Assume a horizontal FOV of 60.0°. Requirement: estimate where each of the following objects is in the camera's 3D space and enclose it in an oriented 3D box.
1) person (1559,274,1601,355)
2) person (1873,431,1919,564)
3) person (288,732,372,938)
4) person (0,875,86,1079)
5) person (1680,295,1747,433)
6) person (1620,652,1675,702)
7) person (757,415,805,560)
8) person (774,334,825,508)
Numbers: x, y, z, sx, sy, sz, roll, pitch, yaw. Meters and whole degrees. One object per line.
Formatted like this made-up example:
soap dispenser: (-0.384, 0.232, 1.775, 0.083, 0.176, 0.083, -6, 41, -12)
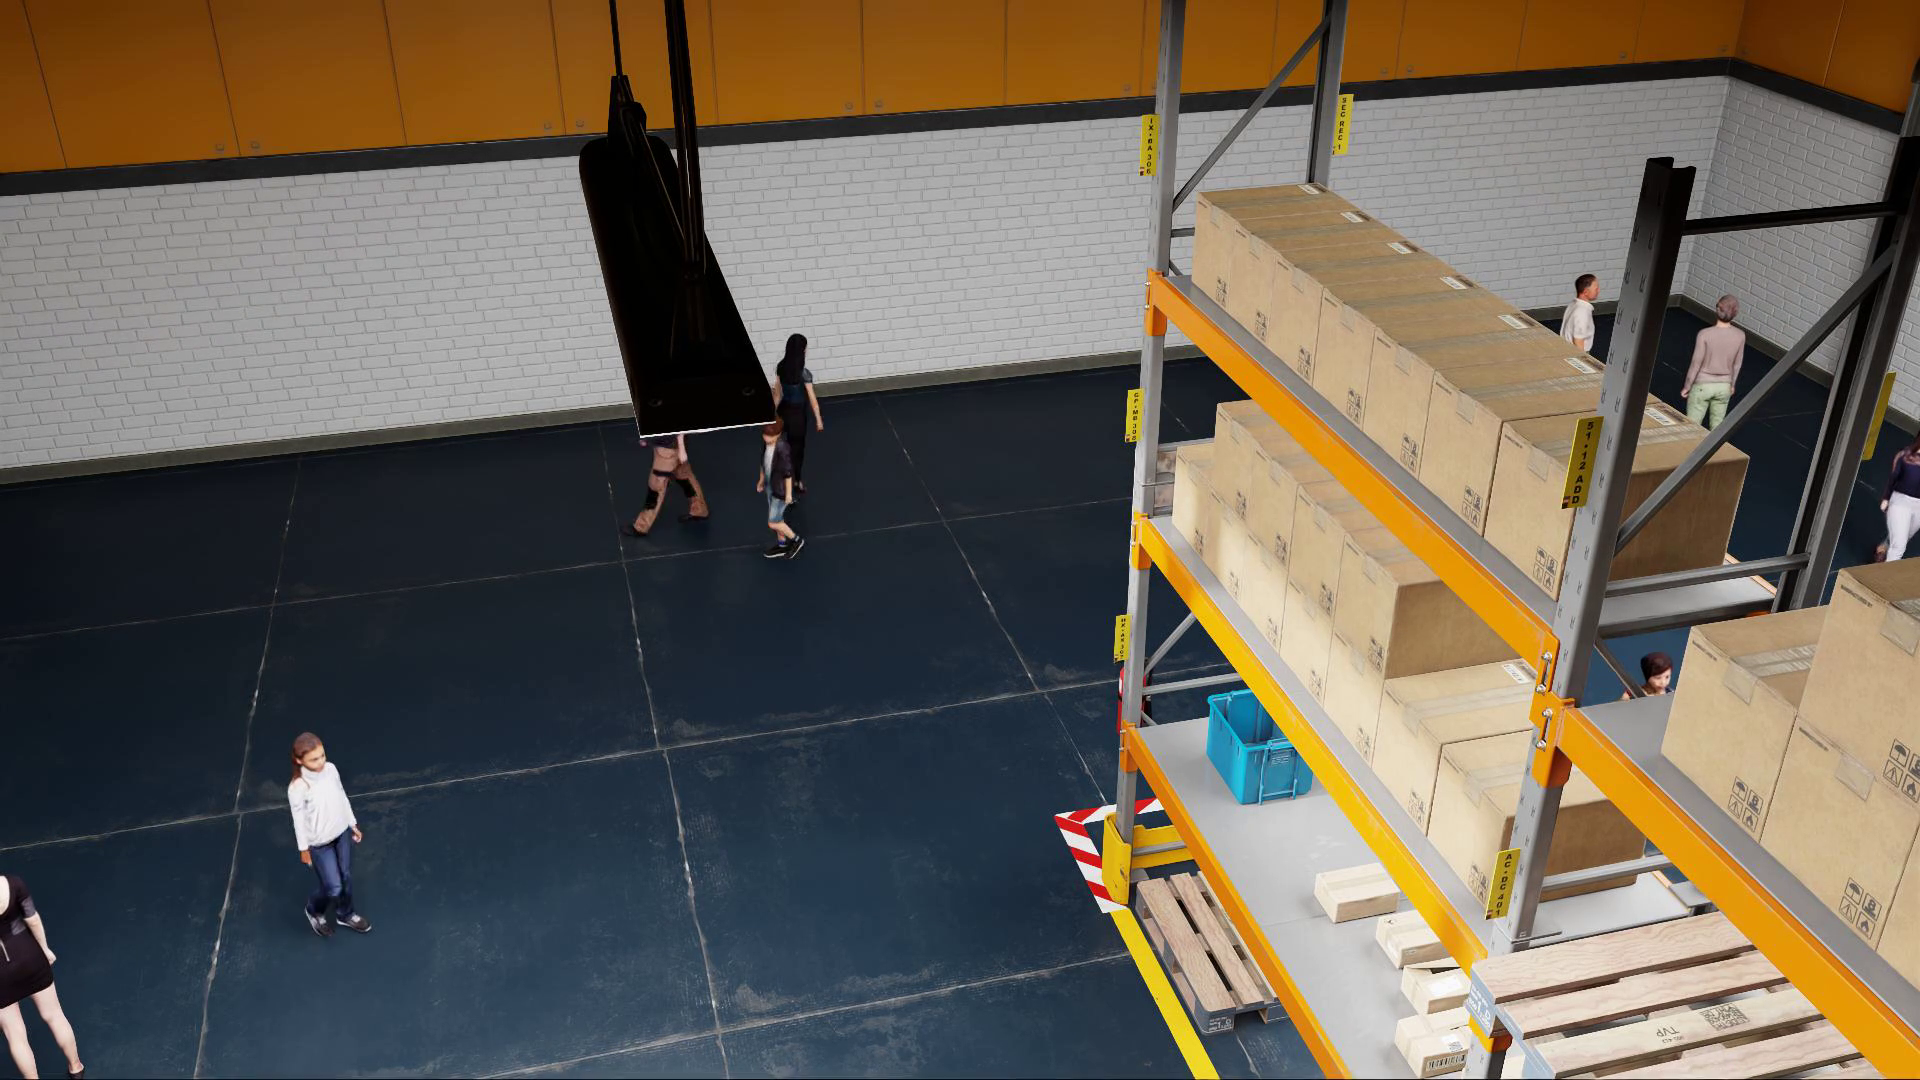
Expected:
person: (6.148, -1.804, 16.786, 0.811, 1.856, 0.692, 7, 29, 13)
person: (8.144, -0.292, 14.311, 0.922, 1.573, 1.176, 5, 29, 9)
person: (-4.038, 1.829, 10.448, 0.741, 1.548, 0.683, 13, 31, 22)
person: (-5.225, 2.368, 9.166, 0.654, 1.829, 0.652, -24, 37, -37)
person: (7.288, -1.467, 16.149, 0.737, 1.876, 0.693, 0, 29, 0)
person: (4.571, 1.402, 11.261, 0.613, 1.519, 1.024, -5, 29, -9)
person: (-1.562, -0.480, 14.793, 0.667, 1.441, 0.569, -13, 31, -22)
person: (-1.618, -1.075, 15.595, 0.734, 1.717, 0.791, 23, 36, 35)
